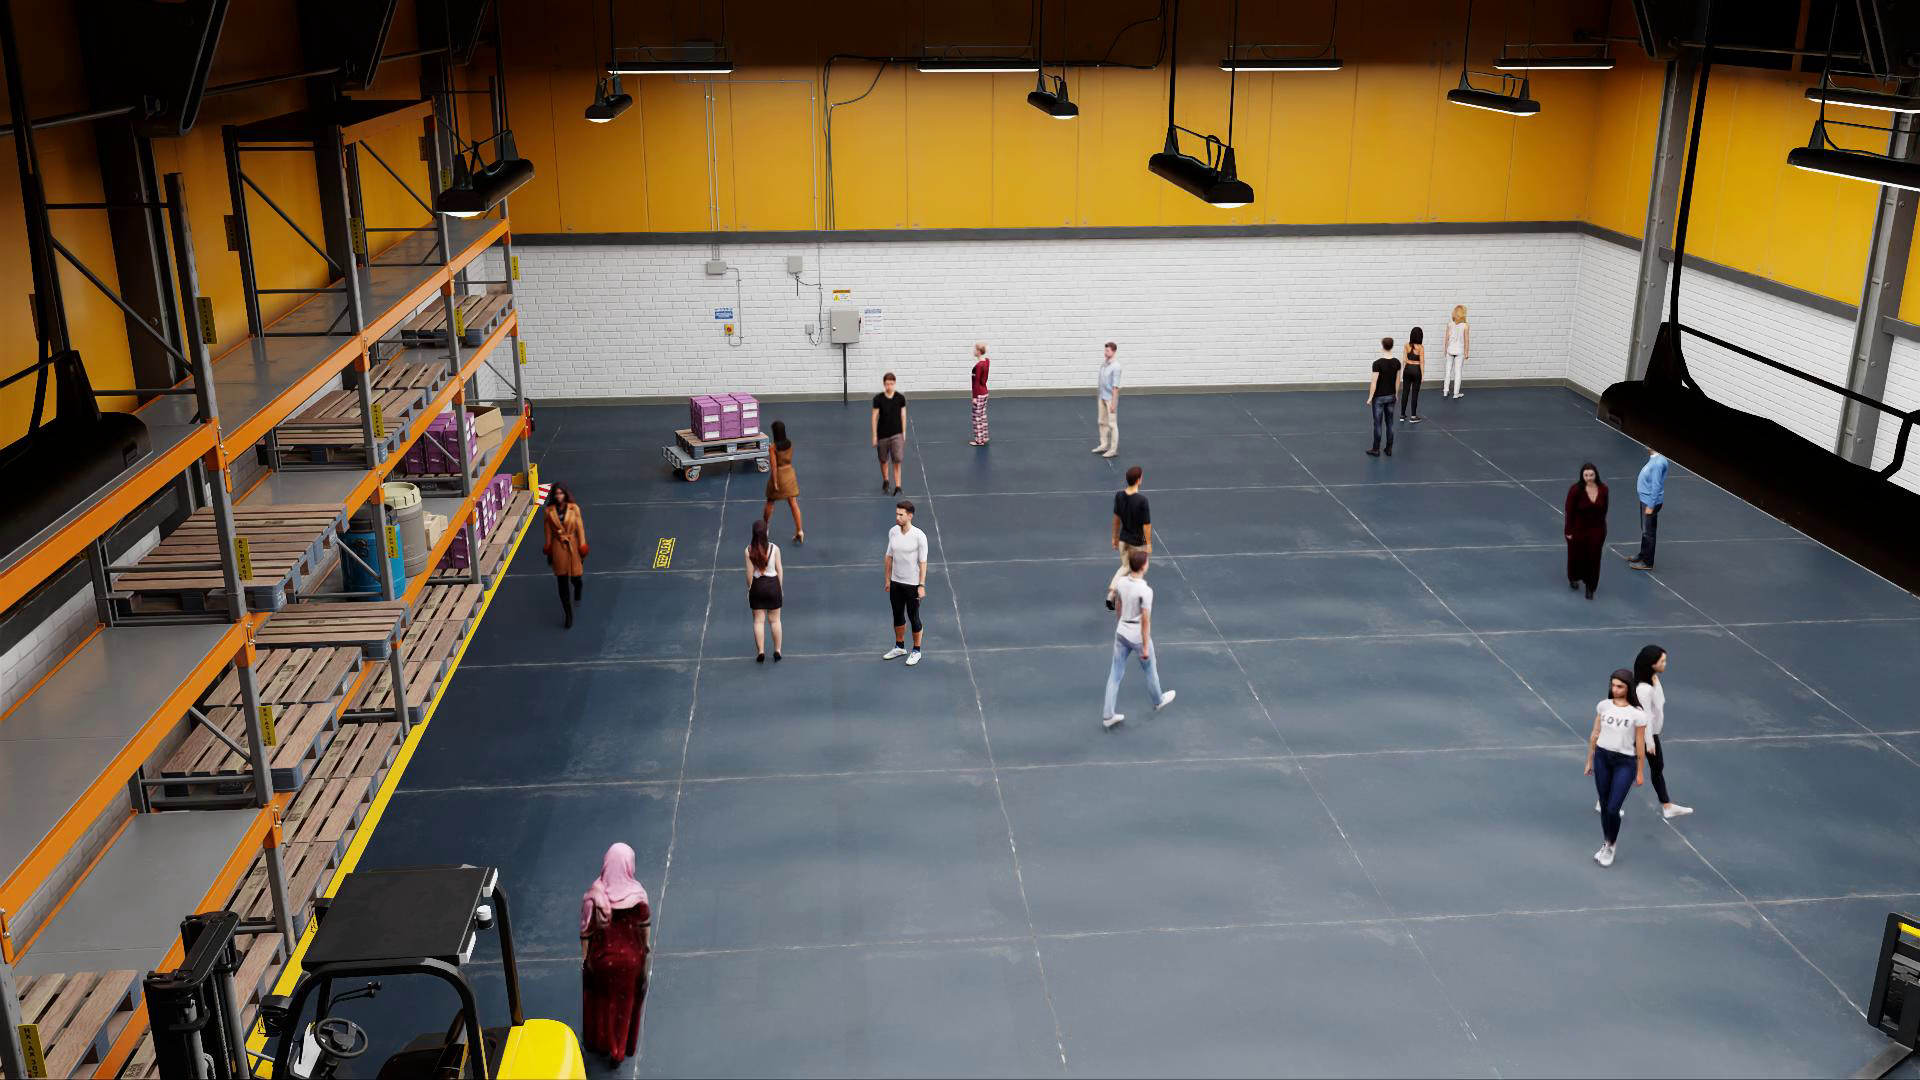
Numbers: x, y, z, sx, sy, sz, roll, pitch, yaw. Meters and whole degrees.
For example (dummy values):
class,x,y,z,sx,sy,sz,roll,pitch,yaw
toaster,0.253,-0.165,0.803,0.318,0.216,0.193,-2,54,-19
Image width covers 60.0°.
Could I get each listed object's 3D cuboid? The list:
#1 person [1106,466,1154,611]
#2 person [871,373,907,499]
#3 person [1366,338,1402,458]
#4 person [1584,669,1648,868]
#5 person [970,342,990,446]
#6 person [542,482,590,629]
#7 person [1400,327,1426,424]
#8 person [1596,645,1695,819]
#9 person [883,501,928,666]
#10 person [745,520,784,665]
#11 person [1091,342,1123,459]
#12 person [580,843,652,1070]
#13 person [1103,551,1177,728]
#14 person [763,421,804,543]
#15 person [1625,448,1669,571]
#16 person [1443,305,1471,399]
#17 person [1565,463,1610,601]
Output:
class,x,y,z,sx,sy,sz,roll,pitch,yaw
person,1.986,0.048,19.610,0.903,1.842,0.956,16,25,40
person,-1.049,-1.557,24.413,0.686,1.818,1.160,-2,19,-7
person,6.749,-2.274,26.423,0.707,1.893,0.619,-4,19,-13
person,5.630,1.915,14.190,0.794,1.763,0.713,-16,24,-39
person,0.331,-2.393,27.078,0.753,1.701,0.595,7,20,21
person,-4.629,0.144,19.540,0.691,1.705,0.910,-2,19,-6
person,7.758,-2.848,28.521,0.617,1.644,0.671,14,23,36
person,6.003,1.725,14.905,1.061,1.666,1.066,11,21,29
person,-0.593,0.450,18.401,0.754,1.851,0.780,12,22,31
person,-2.155,0.571,18.358,0.563,1.650,0.524,-3,19,-8
person,2.387,-2.250,26.423,0.797,1.848,0.652,-9,21,-26
person,-2.401,2.911,11.492,0.710,1.596,0.713,-7,20,-21
person,1.677,1.038,16.752,1.199,1.789,1.221,-17,25,-40
person,-2.316,-0.746,22.286,0.995,1.638,1.125,-17,25,-41
person,8.882,-0.530,21.359,0.790,1.820,0.639,5,19,15
person,9.000,-3.433,30.216,0.690,1.671,0.744,14,23,36
person,7.662,-0.142,20.403,0.795,1.696,1.034,0,19,-1
